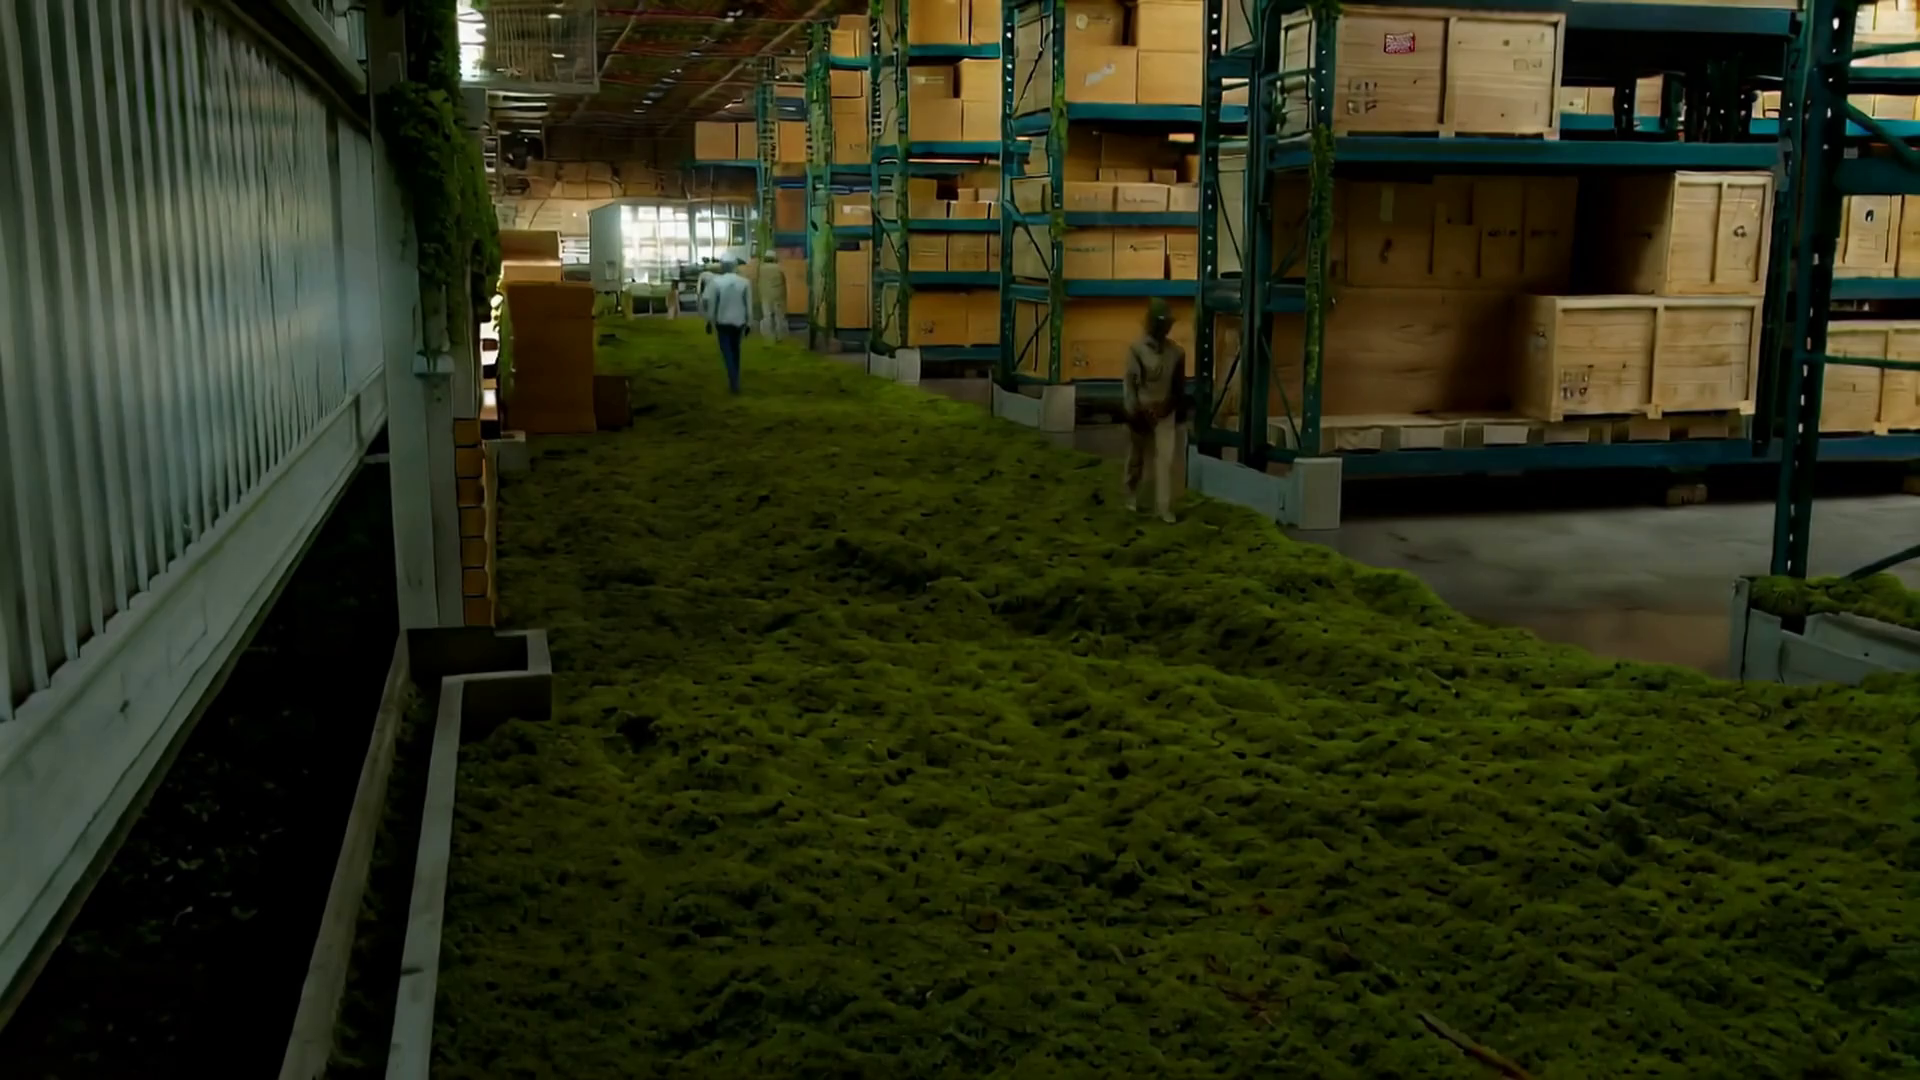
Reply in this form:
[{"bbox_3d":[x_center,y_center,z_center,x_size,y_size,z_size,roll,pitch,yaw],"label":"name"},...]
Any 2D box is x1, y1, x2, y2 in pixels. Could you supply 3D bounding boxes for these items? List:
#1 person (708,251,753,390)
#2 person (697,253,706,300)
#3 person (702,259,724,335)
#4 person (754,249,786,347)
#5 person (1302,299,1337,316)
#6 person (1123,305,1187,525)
[{"bbox_3d":[-3.243,-3.120,23.654,0.608,1.966,0.930,-4,11,-22],"label":"person"},{"bbox_3d":[-9.716,-9.659,61.130,0.927,1.809,0.578,-4,11,-22],"label":"person"},{"bbox_3d":[-5.660,-5.599,38.327,0.541,1.721,0.887,-3,10,-16],"label":"person"},{"bbox_3d":[-3.874,-4.888,33.675,0.612,1.954,0.883,-4,11,-20],"label":"person"},{"bbox_3d":[3.911,-2.076,18.185,0.804,1.797,0.646,0,10,2],"label":"person"},{"bbox_3d":[1.426,-0.953,12.393,0.498,1.595,0.848,-1,10,-8],"label":"person"}]
